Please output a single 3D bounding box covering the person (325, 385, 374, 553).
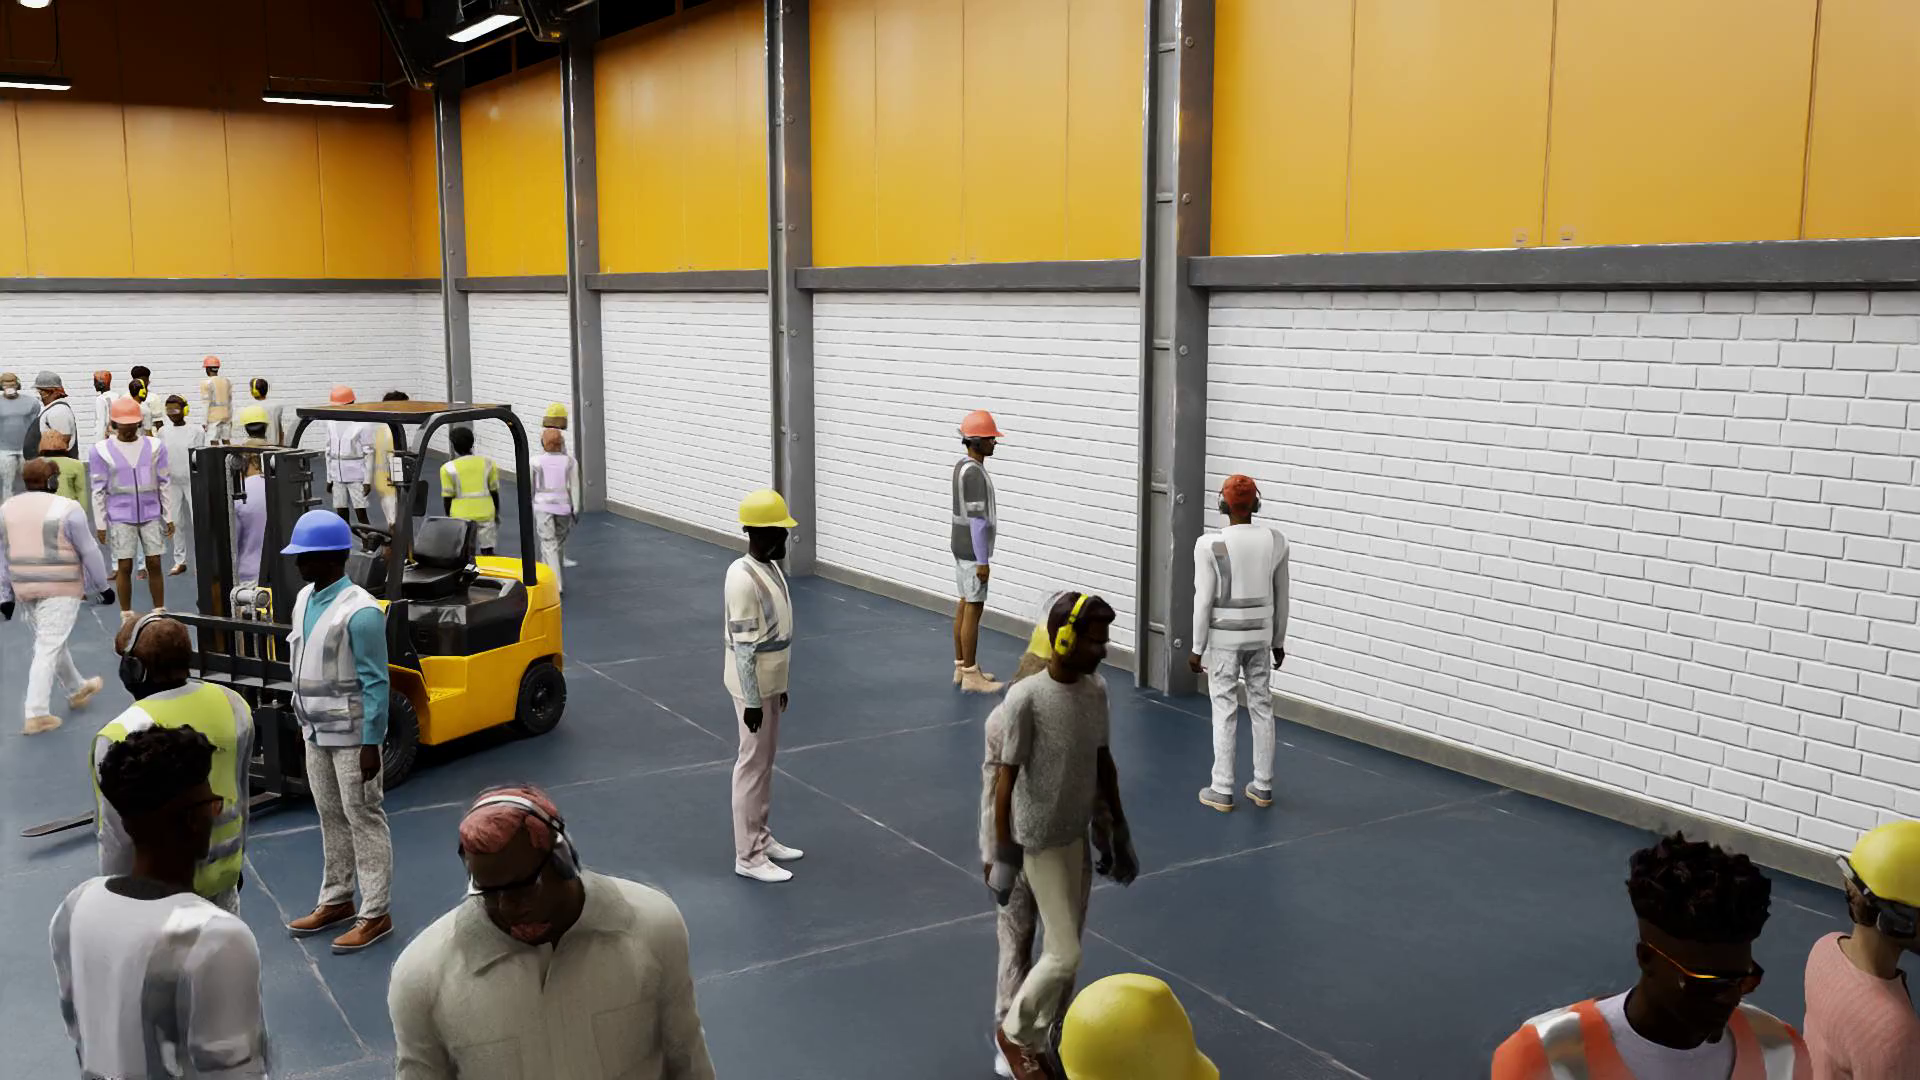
[{"bbox_3d":[-6.390,-0.650,17.364,0.543,1.927,0.375,2,9,15],"label":"person"}]

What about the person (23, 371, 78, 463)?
[{"bbox_3d":[-10.000,-0.846,18.306,0.538,2.000,0.685,-5,10,-30],"label":"person"}]

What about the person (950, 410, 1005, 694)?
[{"bbox_3d":[0.126,0.084,12.025,0.380,2.045,0.605,-1,9,-9],"label":"person"}]

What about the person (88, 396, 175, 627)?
[{"bbox_3d":[-6.912,-0.189,13.929,0.613,2.030,0.410,-7,11,-38],"label":"person"}]

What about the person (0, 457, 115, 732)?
[{"bbox_3d":[-6.073,0.338,11.177,0.643,1.787,0.975,2,9,11],"label":"person"}]

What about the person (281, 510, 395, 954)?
[{"bbox_3d":[-2.735,0.830,7.315,0.604,1.949,0.398,7,11,40],"label":"person"}]

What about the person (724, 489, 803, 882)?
[{"bbox_3d":[-0.972,0.705,8.229,0.367,1.928,0.584,1,8,5],"label":"person"}]

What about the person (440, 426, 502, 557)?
[{"bbox_3d":[-4.422,-0.199,15.132,0.550,1.680,0.589,-4,10,-27],"label":"person"}]

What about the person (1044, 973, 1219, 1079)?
[{"bbox_3d":[0.270,1.585,2.843,0.312,1.768,0.522,2,9,15],"label":"person"}]

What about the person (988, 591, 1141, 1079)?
[{"bbox_3d":[0.344,1.088,5.946,0.442,1.842,0.564,7,11,40],"label":"person"}]

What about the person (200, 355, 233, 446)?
[{"bbox_3d":[-11.411,-1.862,25.507,0.378,1.933,0.551,4,9,24],"label":"person"}]

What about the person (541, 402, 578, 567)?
[{"bbox_3d":[-4.246,-0.581,17.545,0.371,1.733,0.497,-5,10,-29],"label":"person"}]

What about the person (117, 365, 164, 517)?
[{"bbox_3d":[-10.503,-1.265,21.405,0.603,1.958,0.380,1,8,4],"label":"person"}]

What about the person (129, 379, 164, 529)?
[{"bbox_3d":[-9.896,-1.015,20.085,0.525,1.857,0.347,3,9,21],"label":"person"}]

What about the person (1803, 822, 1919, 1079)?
[{"bbox_3d":[1.997,1.468,3.677,0.343,1.755,0.531,2,9,13],"label":"person"}]

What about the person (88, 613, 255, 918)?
[{"bbox_3d":[-2.620,1.149,5.525,0.430,1.845,0.619,3,9,17],"label":"person"}]

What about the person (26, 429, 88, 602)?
[{"bbox_3d":[-8.379,-0.215,15.461,0.500,1.624,0.306,-5,10,-30],"label":"person"}]

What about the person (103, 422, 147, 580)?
[{"bbox_3d":[-8.396,-0.404,16.695,0.507,1.631,0.266,0,8,-1],"label":"person"}]

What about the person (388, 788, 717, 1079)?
[{"bbox_3d":[-0.826,1.426,3.565,0.710,1.869,0.426,-3,9,-20],"label":"person"}]

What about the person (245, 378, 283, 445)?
[{"bbox_3d":[-8.742,-1.135,20.998,0.519,1.822,0.876,-8,12,-43],"label":"person"}]

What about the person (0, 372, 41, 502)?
[{"bbox_3d":[-11.508,-1.077,20.261,0.636,1.928,0.387,-6,10,-34],"label":"person"}]

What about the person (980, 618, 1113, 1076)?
[{"bbox_3d":[0.325,1.120,6.110,0.506,1.732,0.367,-4,9,-23],"label":"person"}]

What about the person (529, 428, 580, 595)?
[{"bbox_3d":[-3.891,-0.268,15.893,0.517,1.600,0.851,-4,9,-27],"label":"person"}]

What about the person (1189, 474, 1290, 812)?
[{"bbox_3d":[1.558,0.571,9.281,0.581,1.882,0.339,-2,9,-16],"label":"person"}]

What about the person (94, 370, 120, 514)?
[{"bbox_3d":[-11.143,-1.284,21.814,0.351,1.880,0.576,0,8,-1],"label":"person"}]

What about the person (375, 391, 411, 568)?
[{"bbox_3d":[-5.564,-0.487,16.311,0.478,1.931,0.754,-5,10,-30],"label":"person"}]

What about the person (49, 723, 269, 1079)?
[{"bbox_3d":[-1.696,1.377,3.682,0.688,1.949,0.367,5,10,31],"label":"person"}]

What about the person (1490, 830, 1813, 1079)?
[{"bbox_3d":[1.261,1.475,2.969,0.626,1.939,0.644,-2,9,-12],"label":"person"}]

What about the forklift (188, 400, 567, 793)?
[{"bbox_3d":[-3.529,0.258,10.348,1.214,2.155,2.313,4,9,25],"label":"forklift"}]

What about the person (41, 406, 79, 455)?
[{"bbox_3d":[-11.968,-1.234,22.077,0.537,1.696,0.317,-1,8,-4],"label":"person"}]

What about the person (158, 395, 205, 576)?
[{"bbox_3d":[-7.919,-0.557,16.977,0.514,1.861,0.322,1,8,4],"label":"person"}]
